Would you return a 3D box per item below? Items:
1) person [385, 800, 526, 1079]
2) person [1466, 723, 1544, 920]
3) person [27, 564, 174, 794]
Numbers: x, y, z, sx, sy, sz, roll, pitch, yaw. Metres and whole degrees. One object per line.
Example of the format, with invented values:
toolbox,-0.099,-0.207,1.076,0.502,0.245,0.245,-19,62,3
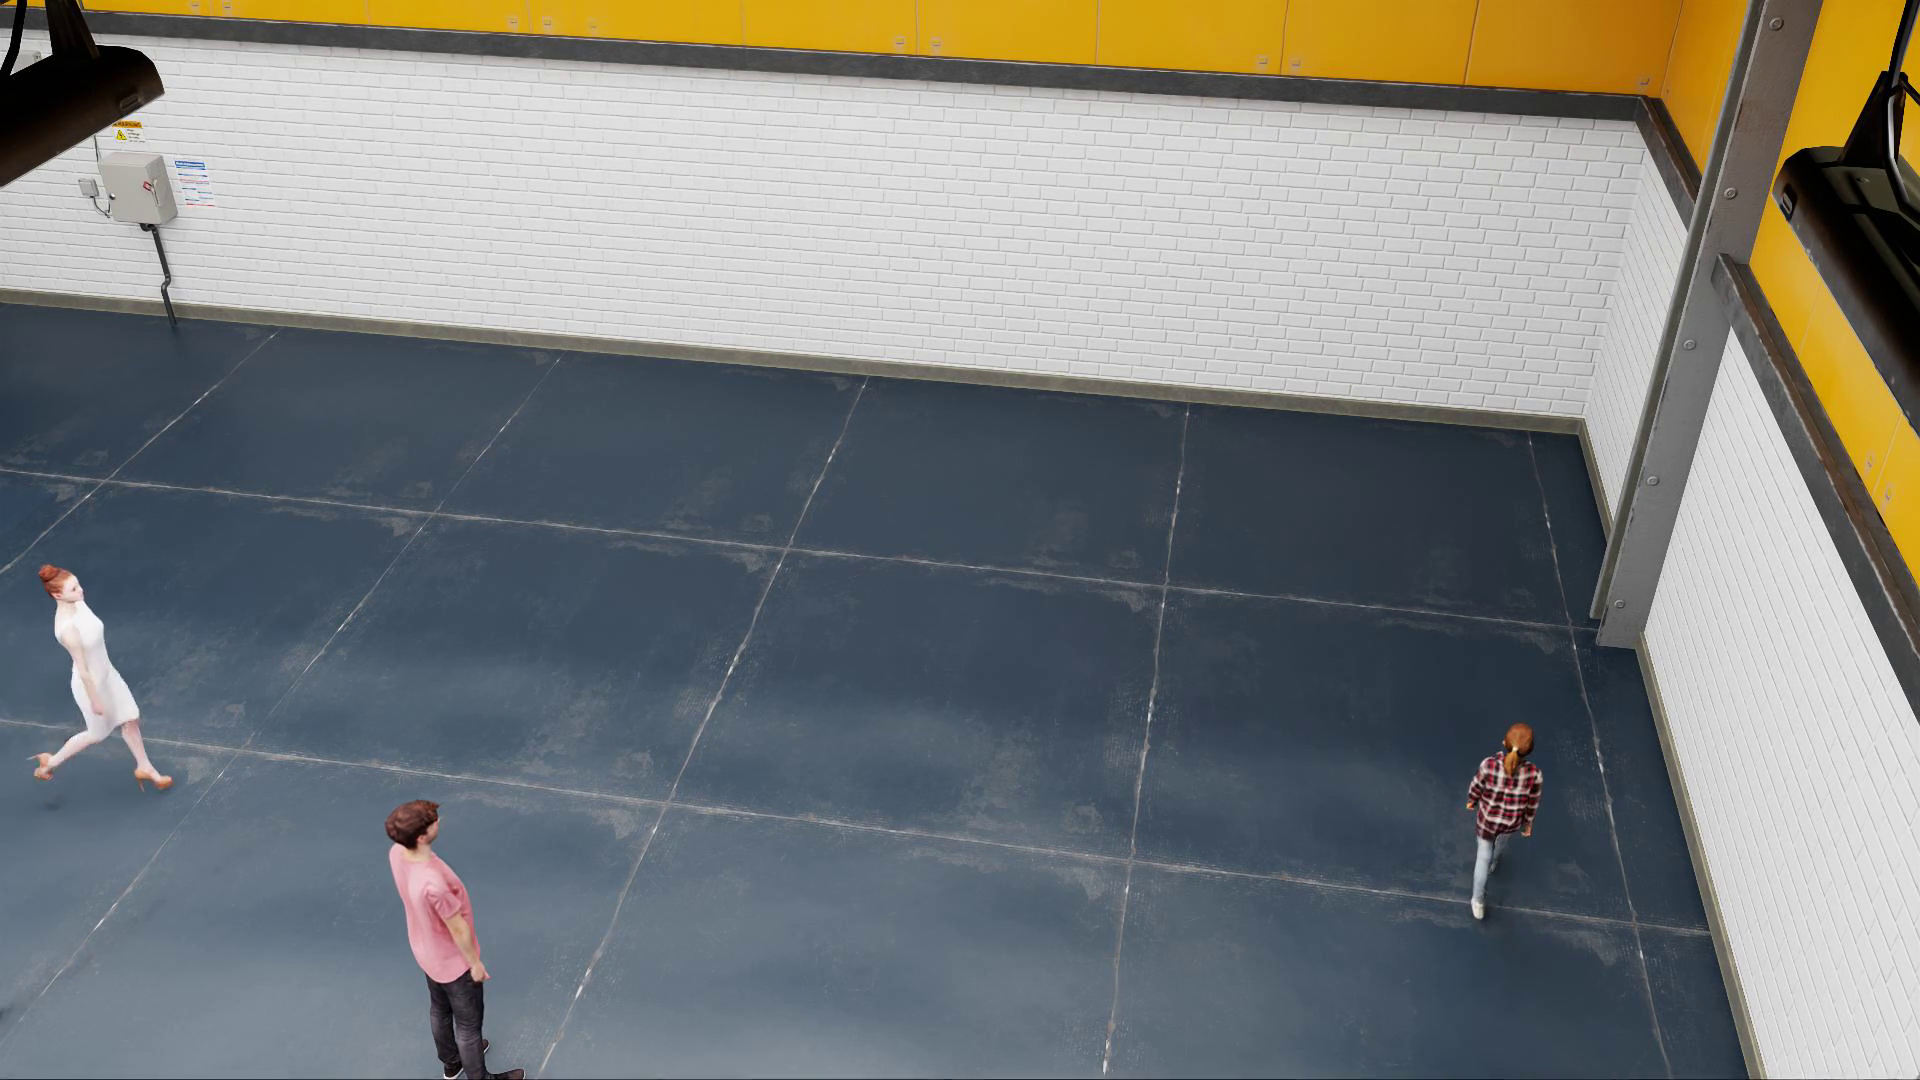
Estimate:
person,-2.616,2.082,8.417,0.708,1.959,0.719,26,41,33
person,3.143,1.645,9.693,0.596,1.275,0.903,10,35,14
person,-5.470,0.924,10.328,0.898,1.772,1.040,-7,34,-11
